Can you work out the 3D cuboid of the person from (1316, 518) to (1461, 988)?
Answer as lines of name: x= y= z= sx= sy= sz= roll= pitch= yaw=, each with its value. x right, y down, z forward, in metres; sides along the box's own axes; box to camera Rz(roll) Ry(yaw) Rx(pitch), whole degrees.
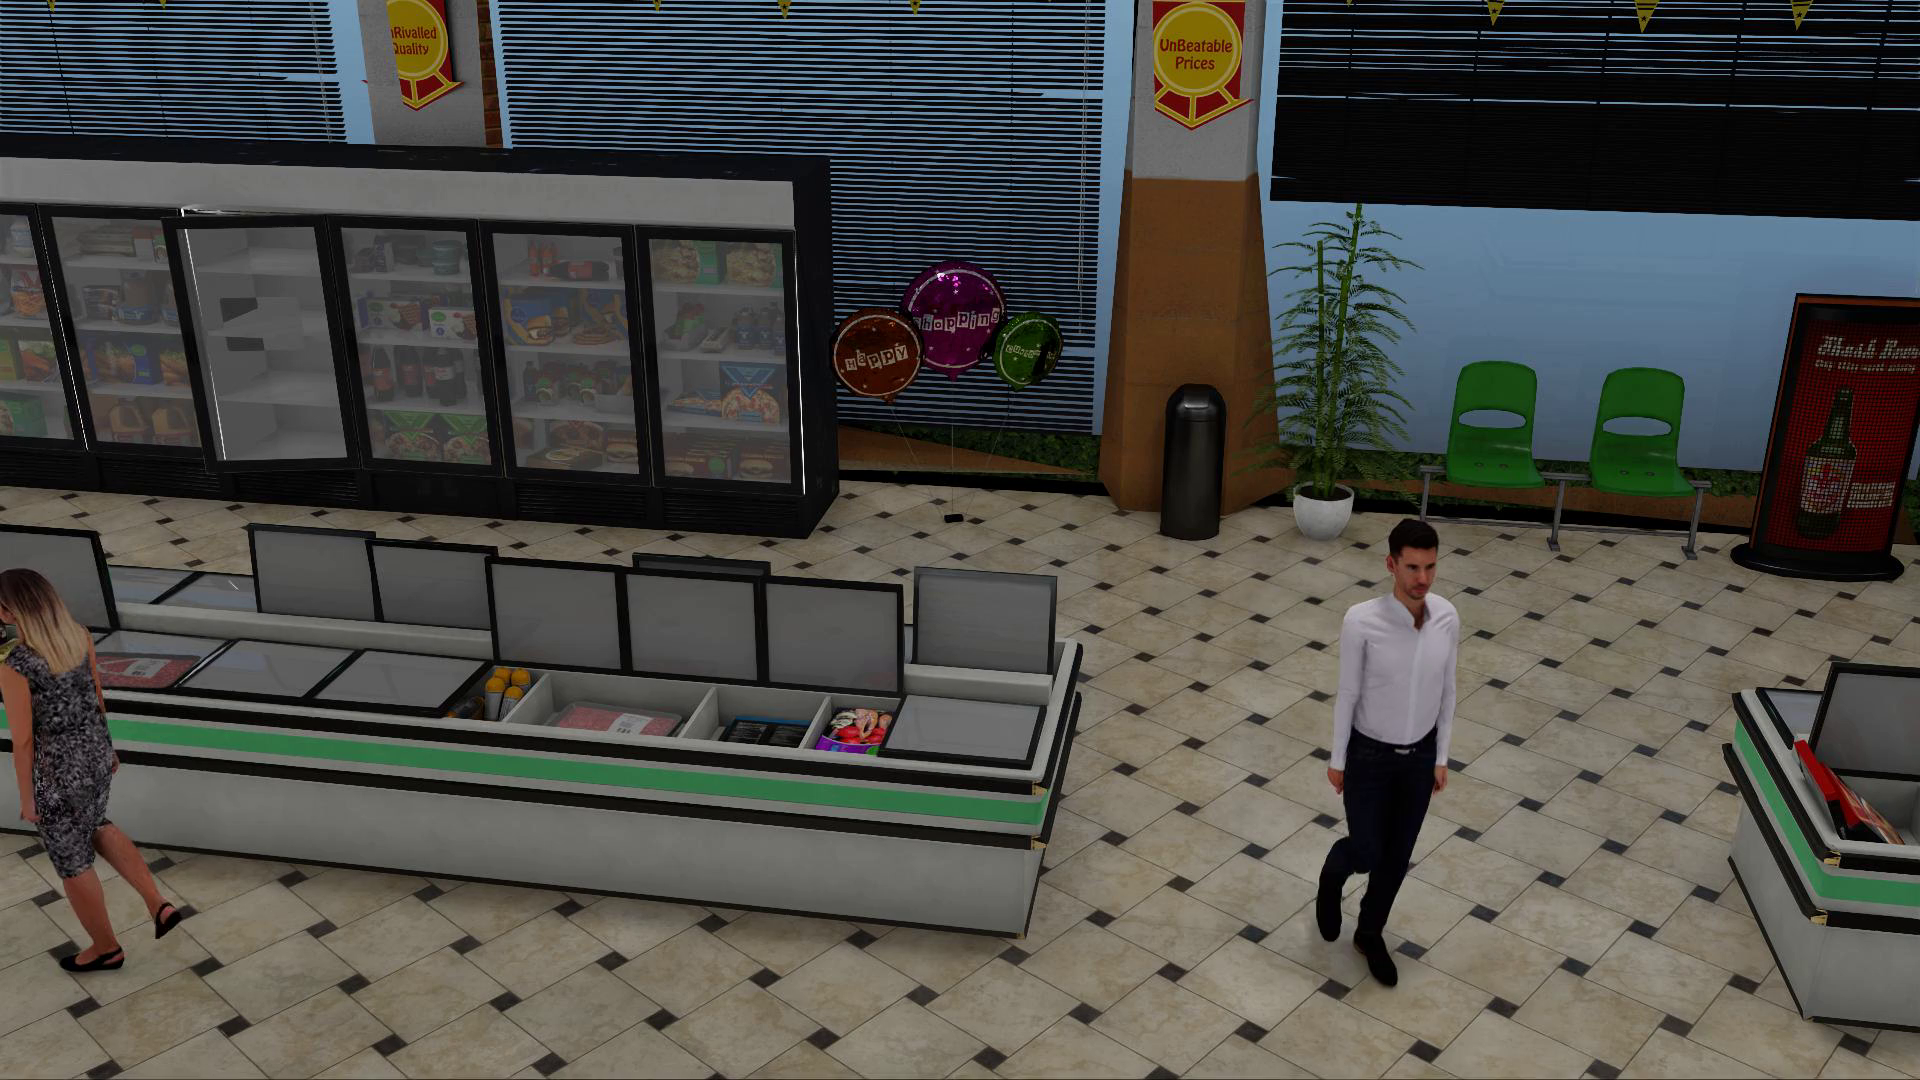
person: x=1.616 y=0.759 z=6.369 sx=0.803 sy=1.853 sz=0.818 roll=-4 pitch=22 yaw=-10

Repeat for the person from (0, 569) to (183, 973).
person: x=-3.255 y=0.899 z=6.243 sx=0.738 sy=1.689 sz=0.611 roll=6 pitch=23 yaw=14
